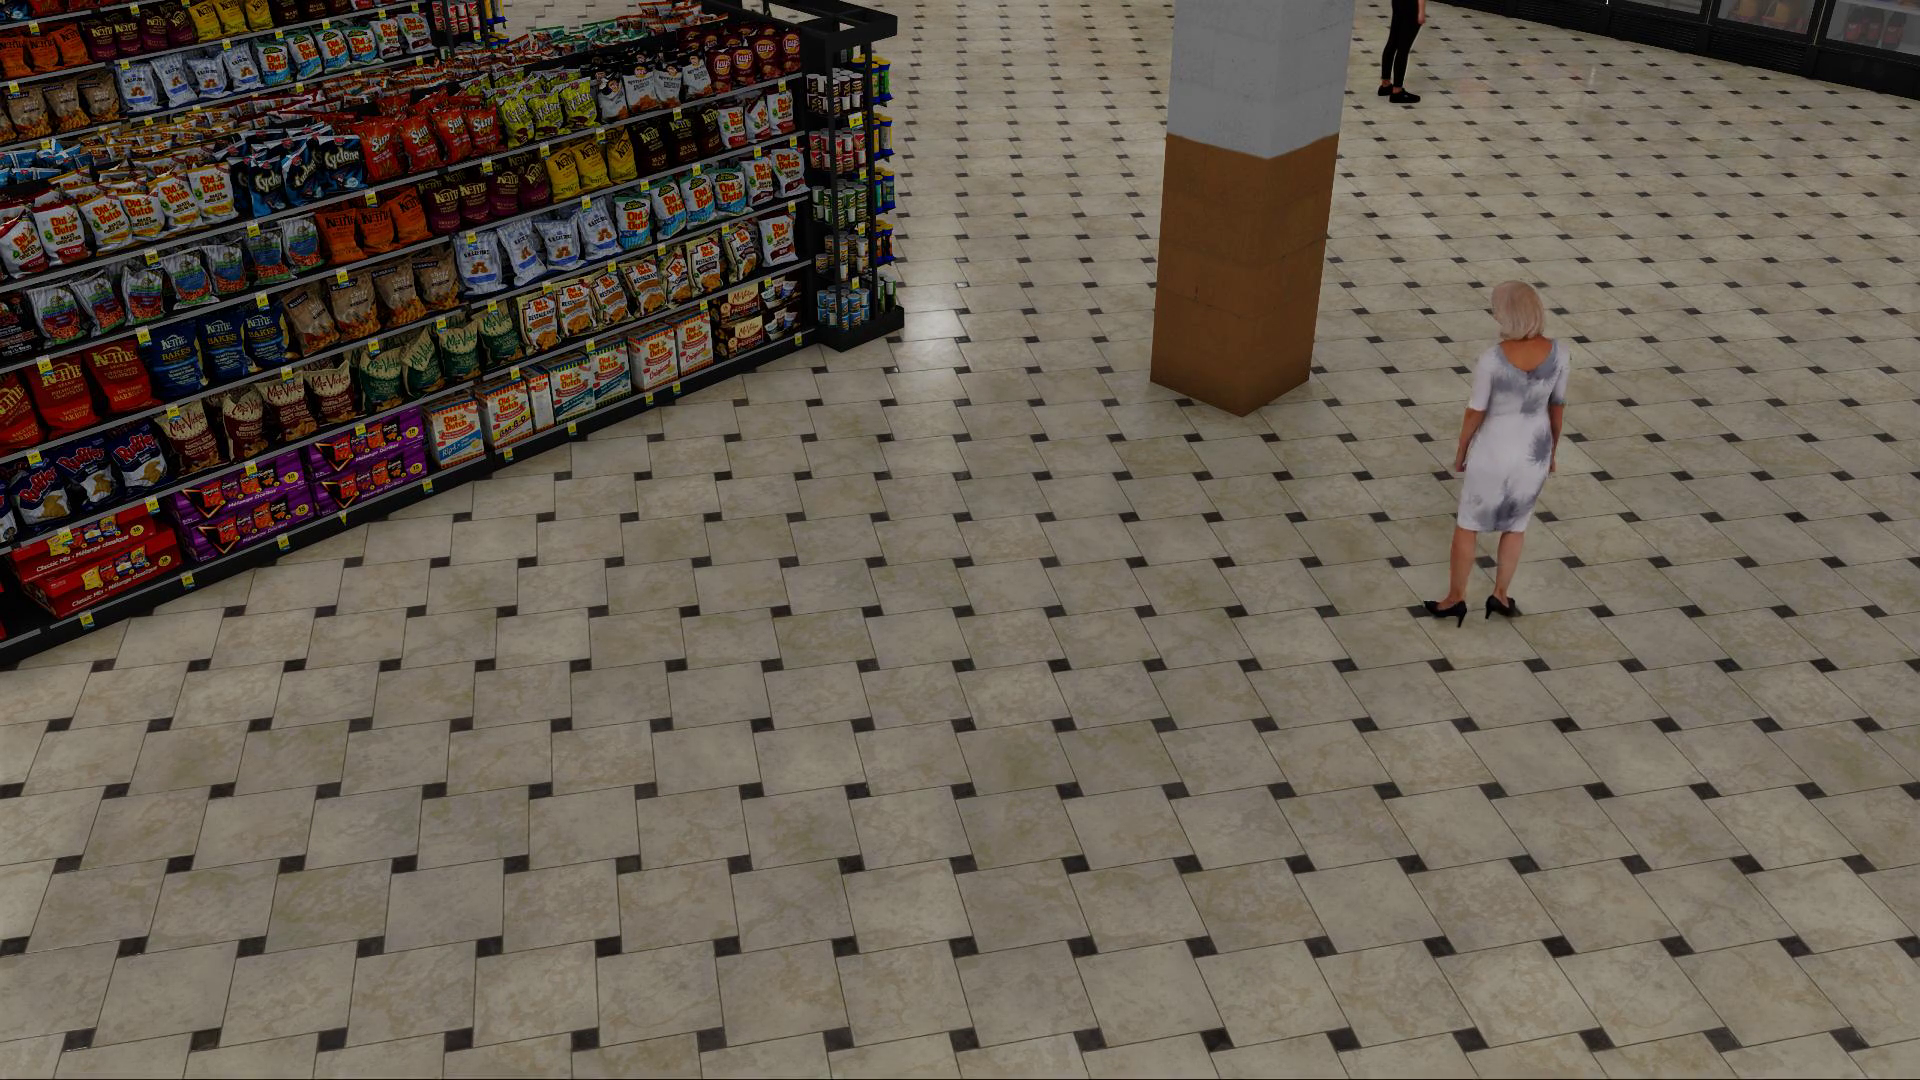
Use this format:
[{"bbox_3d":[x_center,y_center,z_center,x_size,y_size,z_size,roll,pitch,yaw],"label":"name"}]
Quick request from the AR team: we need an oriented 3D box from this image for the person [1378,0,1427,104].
[{"bbox_3d":[3.926,-4.738,14.614,0.702,1.713,0.684,-6,32,-10],"label":"person"}]

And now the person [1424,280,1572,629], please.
[{"bbox_3d":[2.533,-0.375,7.586,0.717,1.730,0.754,11,34,18],"label":"person"}]
